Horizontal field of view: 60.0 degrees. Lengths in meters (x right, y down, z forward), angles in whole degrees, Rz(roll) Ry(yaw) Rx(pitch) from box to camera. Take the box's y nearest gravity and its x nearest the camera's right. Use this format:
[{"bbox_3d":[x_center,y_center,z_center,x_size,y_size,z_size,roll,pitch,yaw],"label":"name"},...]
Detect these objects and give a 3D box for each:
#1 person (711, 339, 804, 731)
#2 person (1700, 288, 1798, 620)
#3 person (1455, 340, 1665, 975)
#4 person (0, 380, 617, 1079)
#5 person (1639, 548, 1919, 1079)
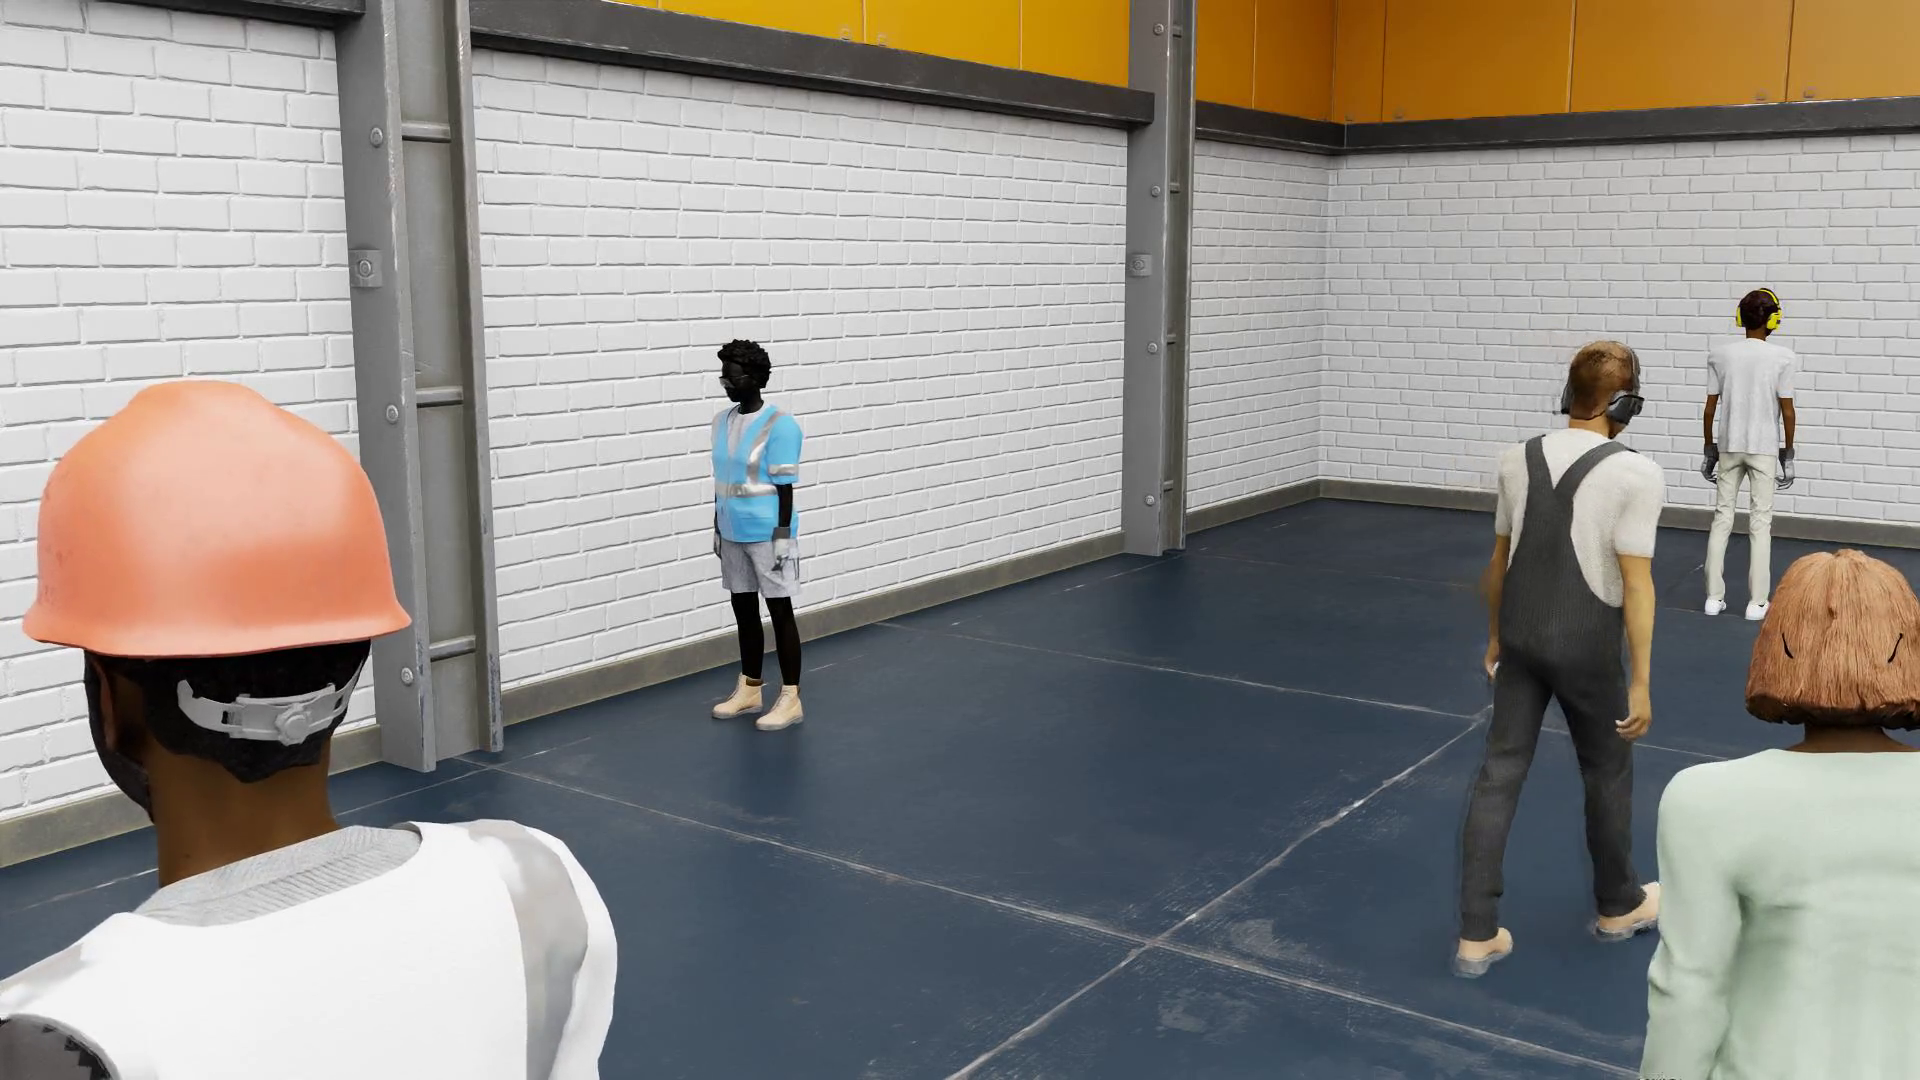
[{"bbox_3d":[-0.898,-0.025,7.232,0.532,1.691,0.318,8,12,40],"label":"person"},{"bbox_3d":[4.465,-0.482,9.417,0.513,1.872,0.328,9,13,42],"label":"person"},{"bbox_3d":[1.780,0.332,4.806,0.915,1.790,0.624,-7,12,-38],"label":"person"},{"bbox_3d":[-0.510,0.849,1.289,0.379,1.938,0.547,7,12,35],"label":"person"},{"bbox_3d":[1.198,0.824,2.345,0.501,1.631,0.285,0,10,1],"label":"person"}]
